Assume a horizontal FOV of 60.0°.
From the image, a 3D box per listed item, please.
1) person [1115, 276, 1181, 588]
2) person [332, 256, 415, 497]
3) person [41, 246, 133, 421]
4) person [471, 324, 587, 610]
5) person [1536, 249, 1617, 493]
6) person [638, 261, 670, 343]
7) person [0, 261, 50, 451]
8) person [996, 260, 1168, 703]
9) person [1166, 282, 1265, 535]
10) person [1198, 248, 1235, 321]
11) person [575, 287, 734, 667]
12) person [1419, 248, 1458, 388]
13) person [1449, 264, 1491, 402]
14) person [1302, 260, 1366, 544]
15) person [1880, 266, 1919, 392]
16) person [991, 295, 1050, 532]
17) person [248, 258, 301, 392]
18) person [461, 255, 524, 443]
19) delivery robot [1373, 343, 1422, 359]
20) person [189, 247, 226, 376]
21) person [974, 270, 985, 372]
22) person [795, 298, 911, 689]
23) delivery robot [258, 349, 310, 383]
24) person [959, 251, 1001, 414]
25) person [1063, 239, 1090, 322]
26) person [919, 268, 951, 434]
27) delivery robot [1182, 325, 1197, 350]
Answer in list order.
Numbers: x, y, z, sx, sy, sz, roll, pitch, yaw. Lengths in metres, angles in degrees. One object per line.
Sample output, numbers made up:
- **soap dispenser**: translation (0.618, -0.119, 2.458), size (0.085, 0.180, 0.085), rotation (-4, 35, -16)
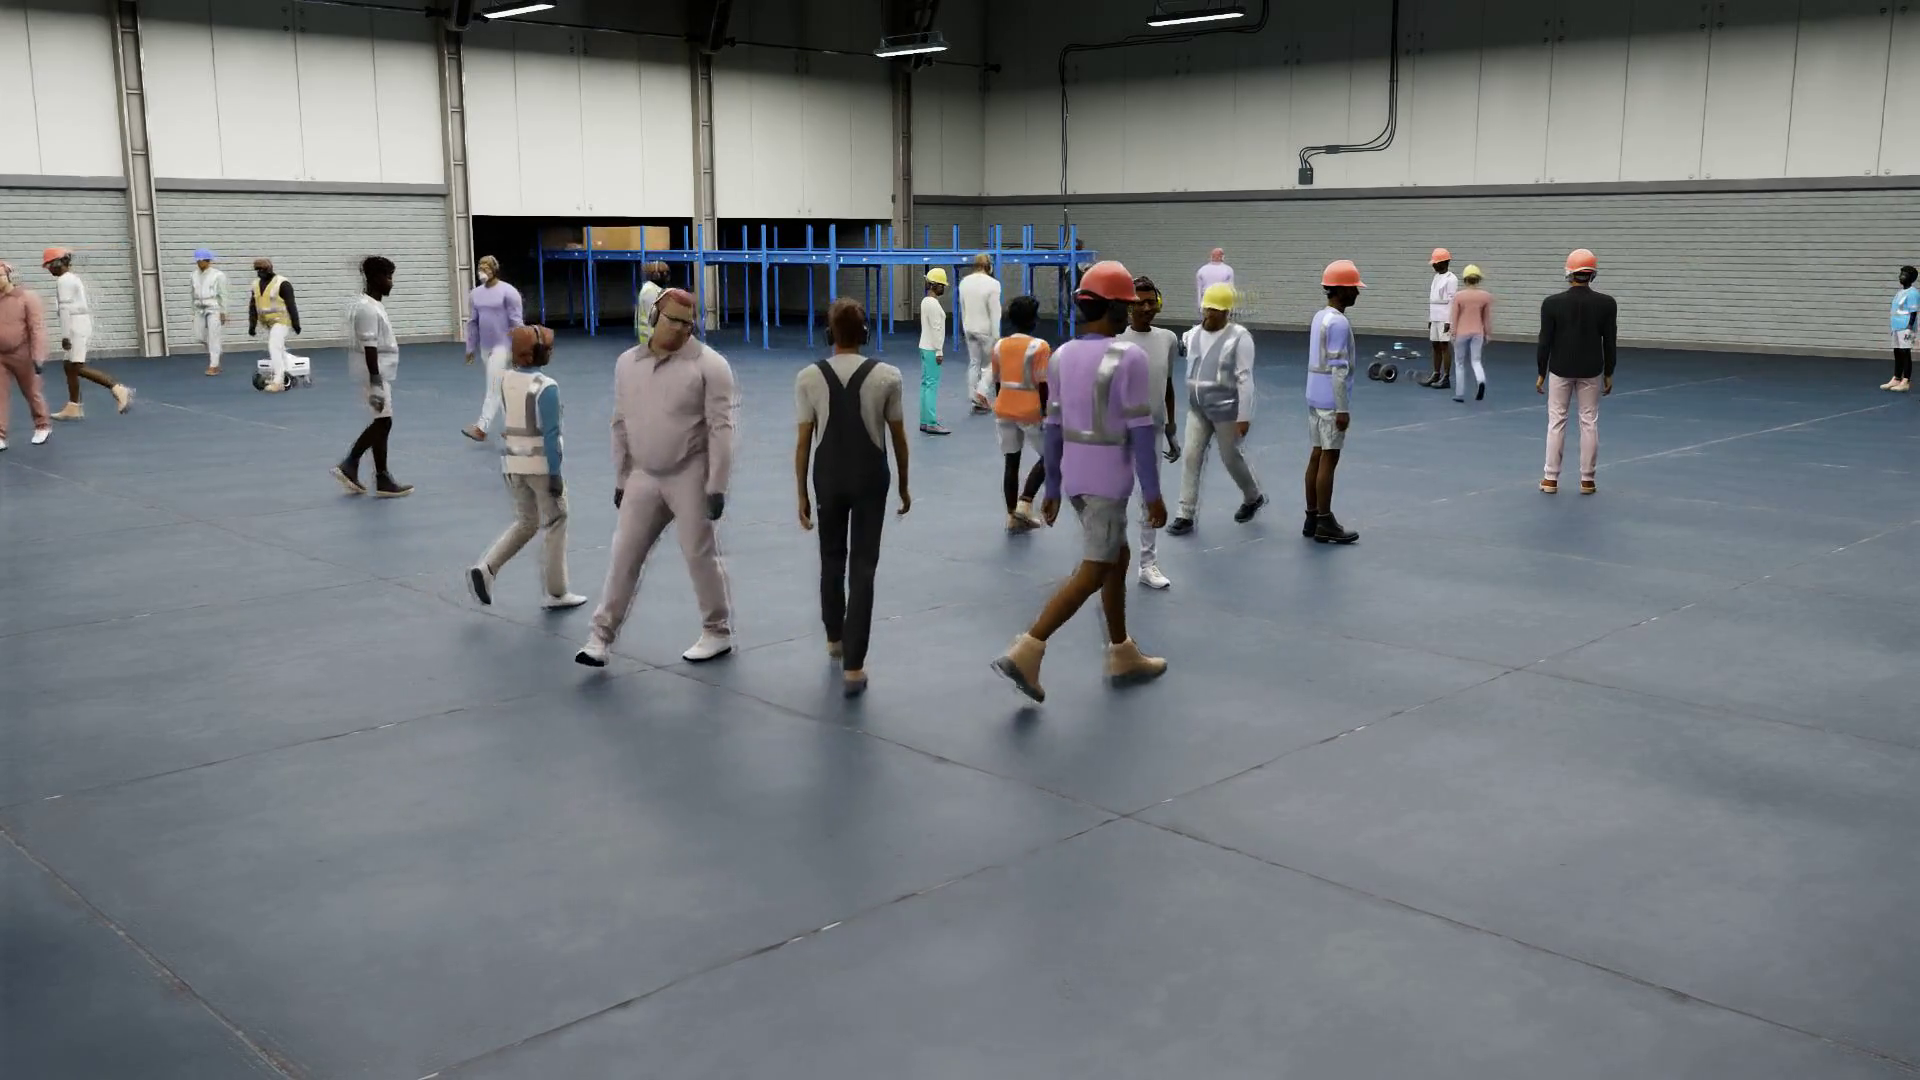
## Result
- **person**: translation (1.081, -0.637, 9.972), size (0.538, 1.869, 0.313), rotation (-3, 11, -17)
- **person**: translation (-4.849, -1.333, 13.571), size (0.629, 1.945, 0.676), rotation (-3, 11, -18)
- **person**: translation (-10.033, -2.368, 19.071), size (0.812, 1.995, 0.671), rotation (-4, 11, -20)
- **person**: translation (-2.422, -0.391, 9.289), size (0.524, 1.619, 0.588), rotation (9, 14, 42)
- **person**: translation (5.072, -1.387, 13.706), size (0.622, 1.997, 0.372), rotation (2, 11, 13)
- **person**: translation (-3.487, -2.256, 18.912), size (0.579, 1.828, 0.641), rotation (0, 10, -1)
- **person**: translation (-9.477, -1.856, 16.649), size (0.659, 1.865, 0.977), rotation (-1, 10, -7)
- **person**: translation (0.571, -0.267, 7.608), size (0.994, 2.008, 0.618), rotation (-6, 12, -30)
- **person**: translation (1.888, -0.960, 11.966), size (0.873, 1.794, 0.606), rotation (-10, 14, -43)
- **person**: translation (4.408, -4.064, 28.592), size (0.672, 1.885, 0.448), rotation (4, 11, 23)
- **person**: translation (-1.464, -0.280, 8.083), size (0.684, 1.849, 0.784), rotation (3, 11, 18)
- **person**: translation (6.685, -3.090, 23.186), size (0.375, 1.927, 0.543), rotation (-2, 11, -12)
- **person**: translation (6.464, -2.607, 21.054), size (0.527, 1.746, 0.616), rotation (0, 10, -2)
- **person**: translation (2.604, -0.968, 11.584), size (0.373, 1.939, 0.545), rotation (-1, 10, -3)
- **person**: translation (12.840, -2.878, 22.652), size (0.316, 1.700, 0.540), rotation (1, 10, 6)
- **person**: translation (0.455, -0.890, 11.824), size (0.551, 1.685, 0.366), rotation (10, 14, 42)
- **person**: translation (-9.366, -2.933, 22.687), size (0.630, 1.812, 0.518), rotation (6, 12, 28)
- **person**: translation (-4.833, -1.941, 16.990), size (0.657, 1.894, 0.995), rotation (6, 12, 31)
- **delivery robot**: translation (6.399, -2.762, 24.298), size (0.698, 0.223, 0.335), rotation (-2, 11, -11)
- **person**: translation (-11.395, -3.470, 25.242), size (0.619, 1.929, 0.478), rotation (2, 11, 9)
- **person**: translation (0.344, -3.423, 25.857), size (0.506, 1.618, 0.499), rotation (8, 13, 36)
- **person**: translation (-0.505, -0.249, 8.013), size (0.522, 1.802, 0.905), rotation (1, 10, 5)
- **delivery robot**: translation (-9.404, -2.419, 23.133), size (0.477, 0.478, 0.707), rotation (4, 11, 22)
- **person**: translation (0.265, -2.462, 19.788), size (0.628, 1.926, 0.427), rotation (9, 13, 39)
- **person**: translation (2.831, -6.313, 40.571), size (0.755, 2.000, 0.573), rotation (3, 11, 16)
- **person**: translation (-0.274, -2.024, 17.838), size (0.322, 1.761, 0.522), rotation (-3, 11, -15)
- **delivery robot**: translation (4.121, -3.526, 29.170), size (0.477, 0.478, 0.707), rotation (0, 10, -2)
